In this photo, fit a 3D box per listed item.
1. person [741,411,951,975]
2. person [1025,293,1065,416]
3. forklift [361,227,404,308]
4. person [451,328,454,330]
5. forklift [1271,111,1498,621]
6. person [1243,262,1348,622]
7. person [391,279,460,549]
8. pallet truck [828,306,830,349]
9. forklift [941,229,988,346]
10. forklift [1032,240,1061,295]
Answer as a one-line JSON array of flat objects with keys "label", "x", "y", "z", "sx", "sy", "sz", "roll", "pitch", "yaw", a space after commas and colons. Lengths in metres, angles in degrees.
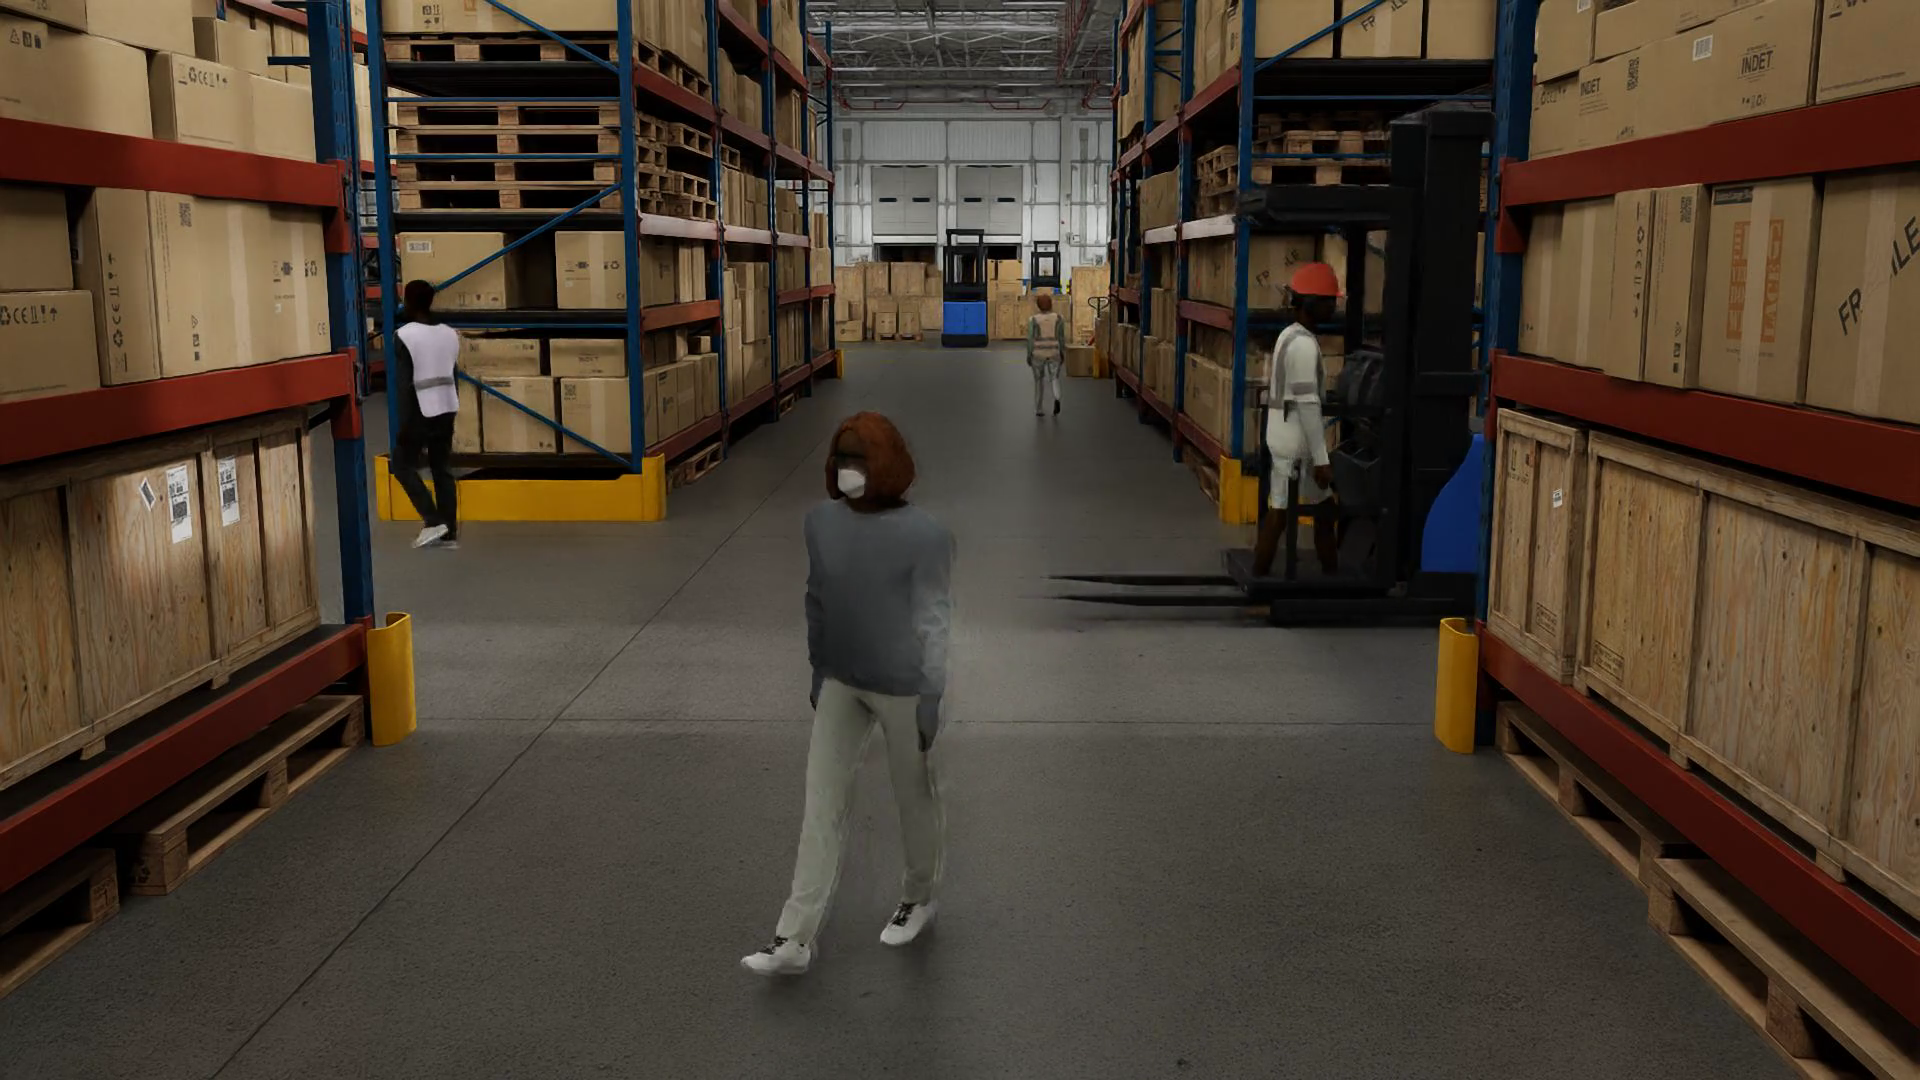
[{"label": "person", "x": -0.294, "y": 0.444, "z": 4.693, "sx": 0.528, "sy": 1.594, "sz": 0.811, "roll": 5, "pitch": 11, "yaw": 29}, {"label": "person", "x": 1.126, "y": -2.426, "z": 21.851, "sx": 0.539, "sy": 1.618, "sz": 0.517, "roll": -2, "pitch": 10, "yaw": -13}, {"label": "forklift", "x": -13.143, "y": -5.628, "z": 37.275, "sx": 1.129, "sy": 2.768, "sz": 1.873, "roll": 0, "pitch": 9, "yaw": 1}, {"label": "person", "x": -10.595, "y": -4.582, "z": 34.072, "sx": 0.446, "sy": 1.849, "sz": 0.555, "roll": 5, "pitch": 11, "yaw": 29}, {"label": "forklift", "x": 2.687, "y": -0.995, "z": 9.521, "sx": 1.873, "sy": 2.768, "sz": 1.129, "roll": 0, "pitch": 9, "yaw": 1}, {"label": "person", "x": 2.022, "y": -0.517, "z": 9.245, "sx": 0.919, "sy": 2.010, "sz": 0.646, "roll": 1, "pitch": 10, "yaw": 9}, {"label": "person", "x": -3.745, "y": -0.870, "z": 11.703, "sx": 0.455, "sy": 1.900, "sz": 0.616, "roll": 4, "pitch": 10, "yaw": 25}, {"label": "pallet truck", "x": -3.100, "y": -3.940, "z": 29.800, "sx": 1.885, "sy": 1.965, "sz": 0.823, "roll": 3, "pitch": 10, "yaw": 19}, {"label": "forklift", "x": 0.124, "y": -6.117, "z": 40.203, "sx": 1.129, "sy": 2.768, "sz": 1.873, "roll": 0, "pitch": 9, "yaw": 1}, {"label": "forklift", "x": 3.172, "y": -9.648, "z": 61.356, "sx": 1.129, "sy": 2.768, "sz": 1.873, "roll": 0, "pitch": 9, "yaw": 1}]
